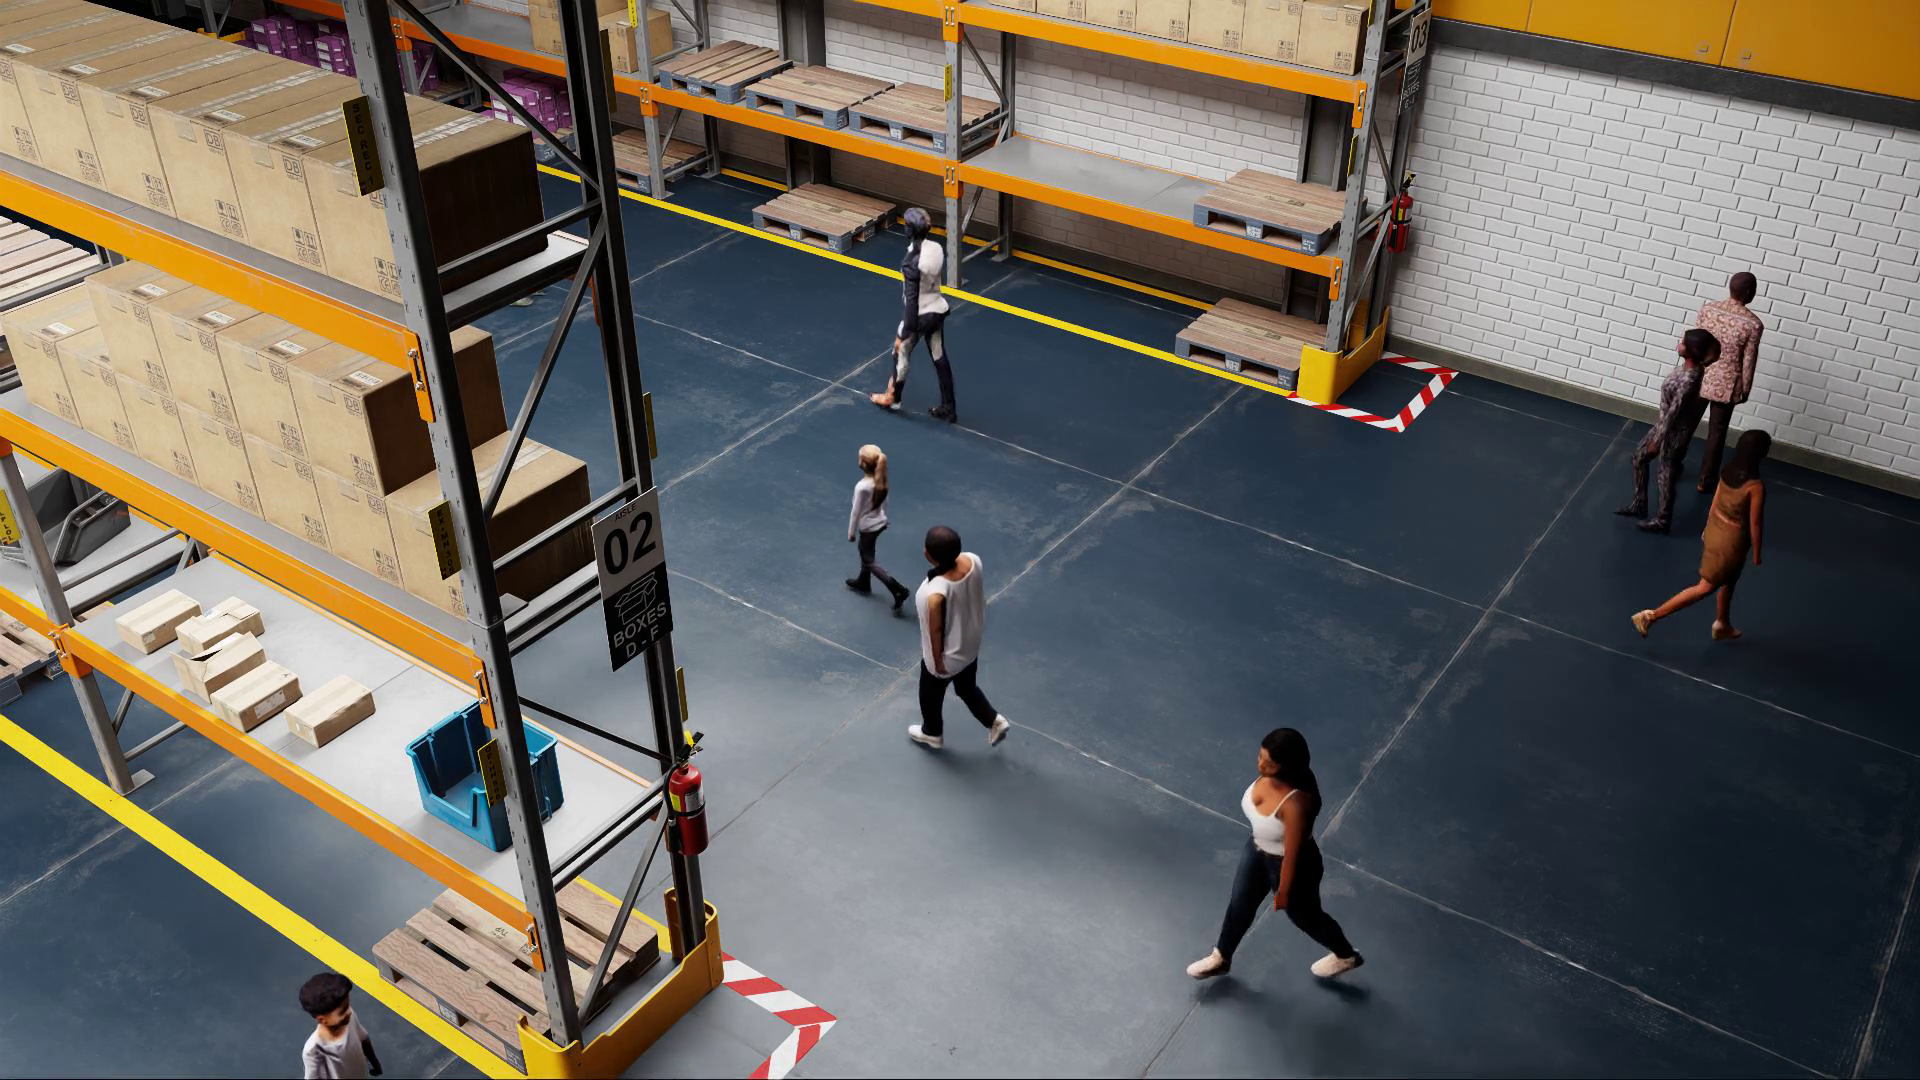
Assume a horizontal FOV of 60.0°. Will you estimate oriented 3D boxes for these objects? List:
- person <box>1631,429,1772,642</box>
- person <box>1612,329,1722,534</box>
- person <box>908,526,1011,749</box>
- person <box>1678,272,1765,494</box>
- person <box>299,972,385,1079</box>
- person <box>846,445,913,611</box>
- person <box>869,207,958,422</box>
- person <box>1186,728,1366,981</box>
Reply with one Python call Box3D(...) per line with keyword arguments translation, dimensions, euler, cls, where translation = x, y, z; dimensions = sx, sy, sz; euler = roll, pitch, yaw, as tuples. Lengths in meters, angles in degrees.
Box3D(translation=(5.057, 0.043, 11.163), dimensions=(1.119, 1.656, 1.004), euler=(-2, 34, -3), cls="person")
Box3D(translation=(5.379, -0.772, 12.346), dimensions=(0.715, 1.704, 0.651), euler=(14, 36, 20), cls="person")
Box3D(translation=(-0.015, 0.639, 10.257), dimensions=(0.904, 1.667, 0.678), euler=(22, 40, 30), cls="person")
Box3D(translation=(5.879, -1.229, 12.938), dimensions=(0.786, 1.810, 0.597), euler=(-28, 42, -35), cls="person")
Box3D(translation=(-2.970, 2.513, 7.838), dimensions=(0.921, 1.223, 0.631), euler=(14, 36, 20), cls="person")
Box3D(translation=(-0.582, -0.076, 11.698), dimensions=(0.849, 1.261, 0.541), euler=(18, 38, 25), cls="person")
Box3D(translation=(-0.229, -1.811, 13.773), dimensions=(0.999, 1.855, 0.682), euler=(23, 40, 30), cls="person")
Box3D(translation=(1.786, 1.660, 8.632), dimensions=(1.240, 1.765, 1.200), euler=(-4, 34, -6), cls="person")
